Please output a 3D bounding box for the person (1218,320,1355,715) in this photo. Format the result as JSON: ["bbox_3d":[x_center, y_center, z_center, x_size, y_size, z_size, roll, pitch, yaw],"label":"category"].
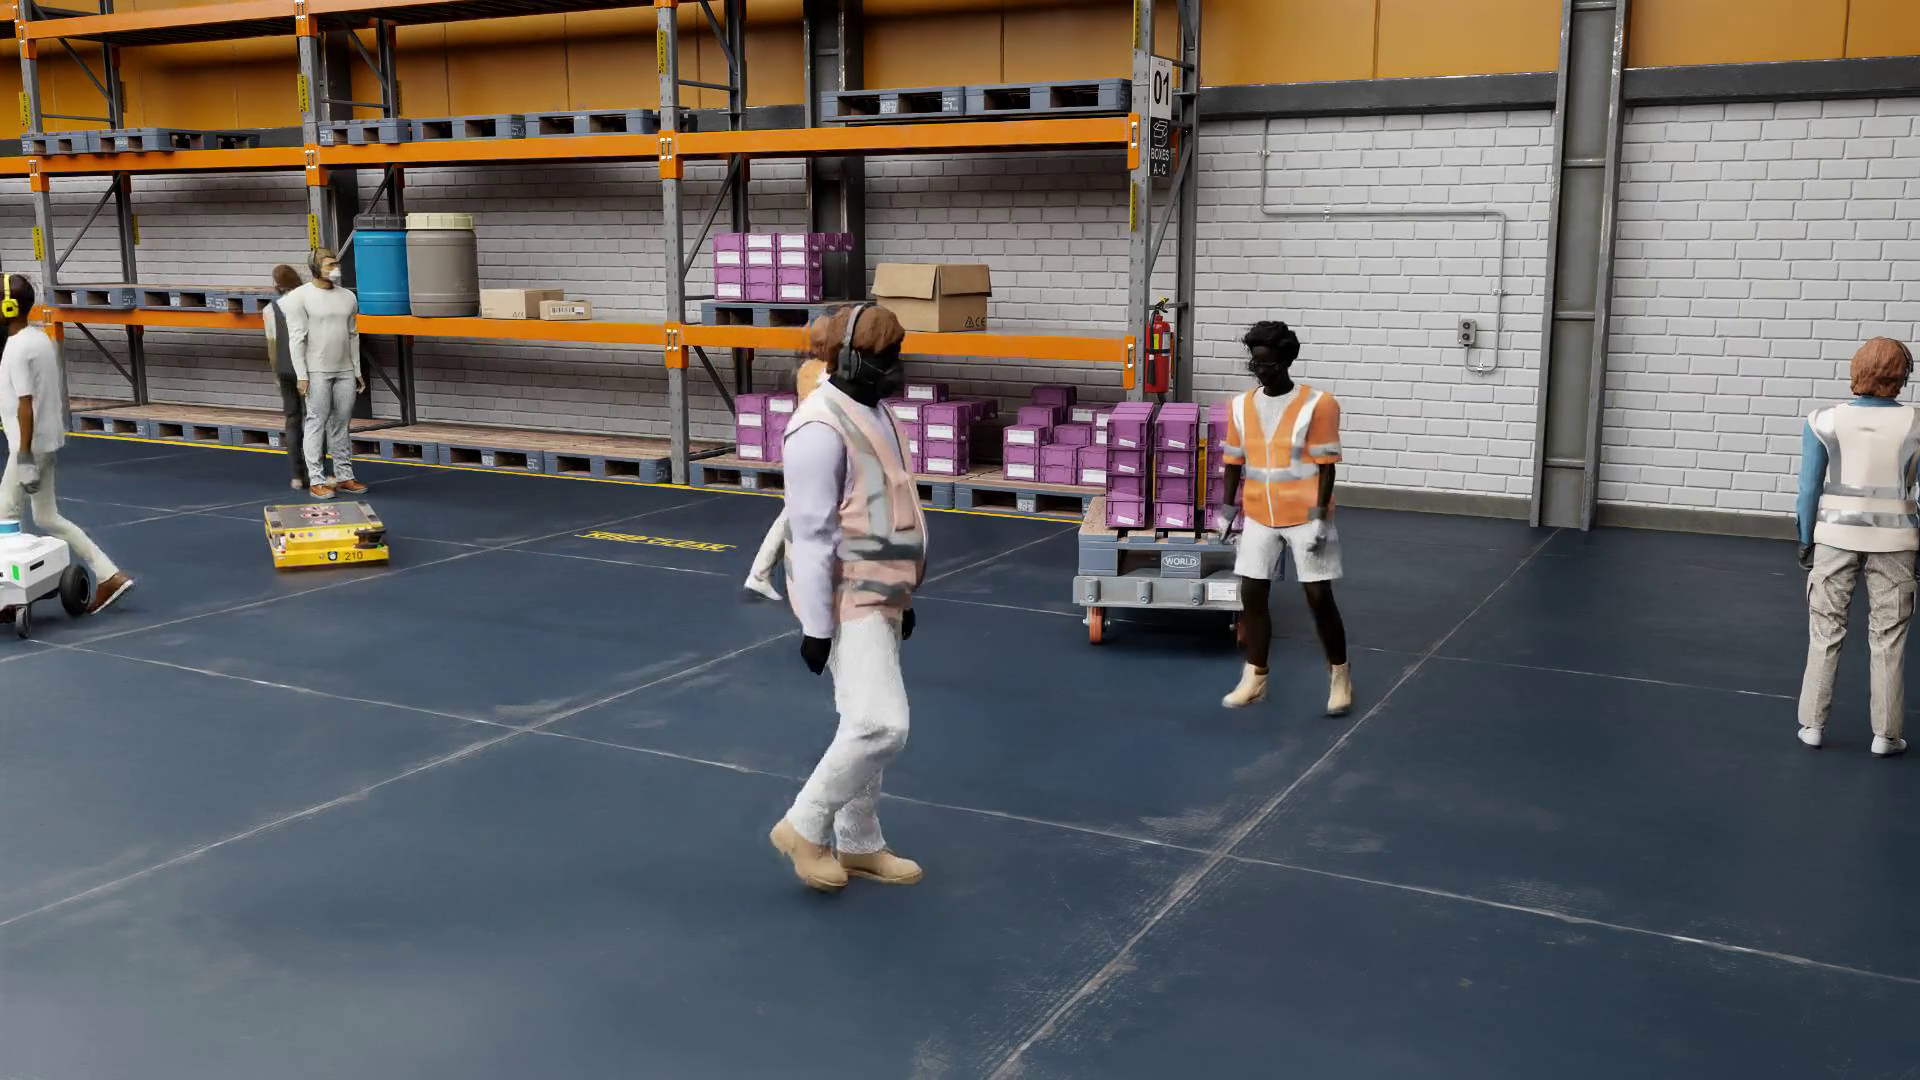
[{"bbox_3d":[1.401,-0.091,7.058,0.643,1.678,0.463,8,13,39],"label":"person"}]

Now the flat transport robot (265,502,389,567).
[{"bbox_3d":[-4.119,-0.060,10.758,0.652,0.197,1.431,-5,11,-24],"label":"flat transport robot"}]

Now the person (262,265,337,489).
[{"bbox_3d":[-5.244,-1.296,13.344,0.704,1.800,0.415,3,11,13],"label":"person"}]

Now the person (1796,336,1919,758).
[{"bbox_3d":[3.531,0.034,6.486,0.511,1.641,0.307,7,12,32],"label":"person"}]

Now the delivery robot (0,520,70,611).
[{"bbox_3d":[-4.907,0.142,8.613,0.477,0.478,0.707,-1,10,-8],"label":"delivery robot"}]

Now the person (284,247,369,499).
[{"bbox_3d":[-4.922,-1.299,12.975,0.372,1.940,0.629,6,12,30],"label":"person"}]

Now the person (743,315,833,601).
[{"bbox_3d":[-0.804,-0.442,9.215,0.860,1.598,0.511,-6,12,-32],"label":"person"}]

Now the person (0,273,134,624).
[{"bbox_3d":[-4.856,-0.475,8.724,0.783,1.845,0.530,-2,11,-11],"label":"person"}]

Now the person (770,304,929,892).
[{"bbox_3d":[-0.308,0.196,5.103,0.436,1.829,0.628,2,11,13],"label":"person"}]
